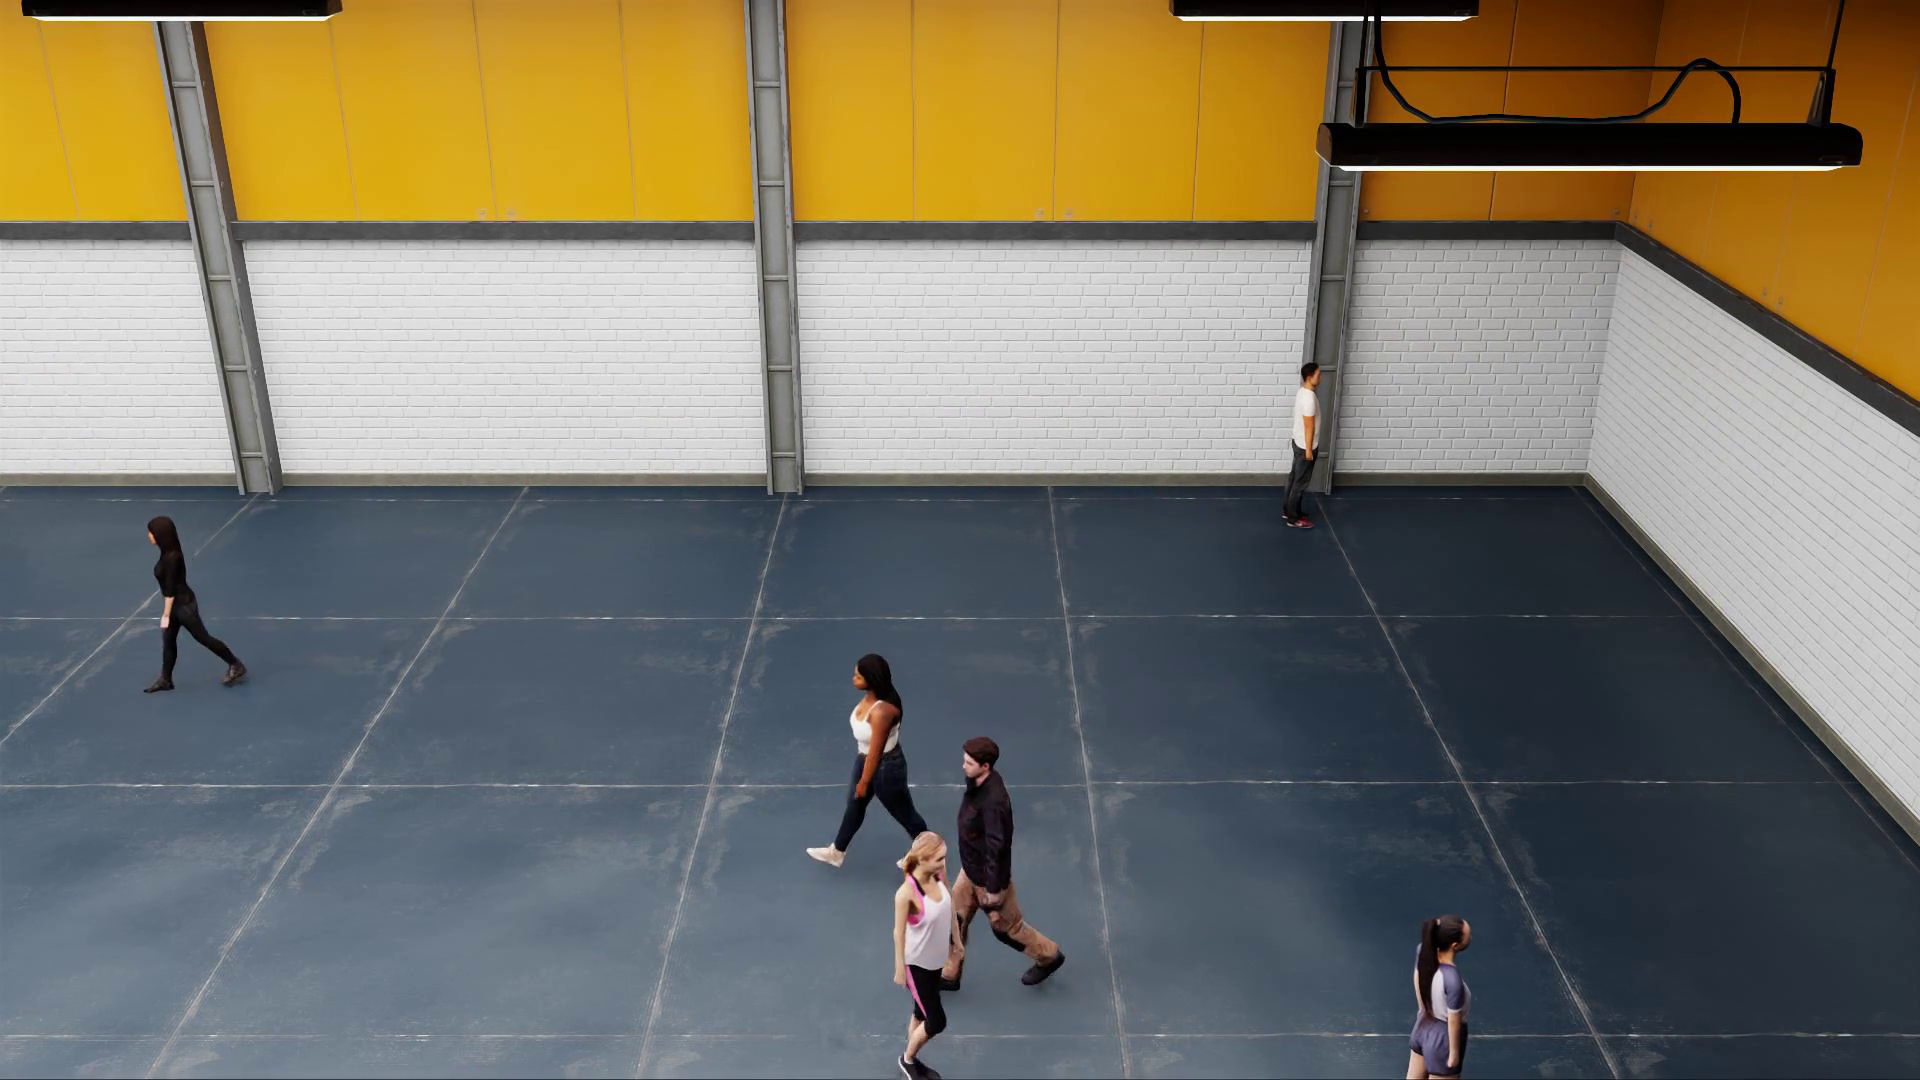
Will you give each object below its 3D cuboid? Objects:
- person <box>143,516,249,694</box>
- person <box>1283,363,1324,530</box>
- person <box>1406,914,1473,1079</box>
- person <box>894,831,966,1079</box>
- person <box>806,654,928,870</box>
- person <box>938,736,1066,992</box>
[{"bbox_3d":[-6.642,0.567,14.388,1.132,1.608,0.944,-14,27,-29],"label":"person"},{"bbox_3d":[3.676,-1.032,17.804,0.525,1.801,0.642,1,24,2],"label":"person"},{"bbox_3d":[2.644,2.785,9.260,0.588,1.650,0.637,-5,24,-11],"label":"person"},{"bbox_3d":[-0.294,2.457,9.859,0.740,1.772,0.714,14,27,30],"label":"person"},{"bbox_3d":[-0.449,1.628,11.779,1.205,1.753,0.785,-4,24,-9],"label":"person"},{"bbox_3d":[0.265,2.095,10.548,1.314,1.884,0.939,-7,24,-15],"label":"person"}]
